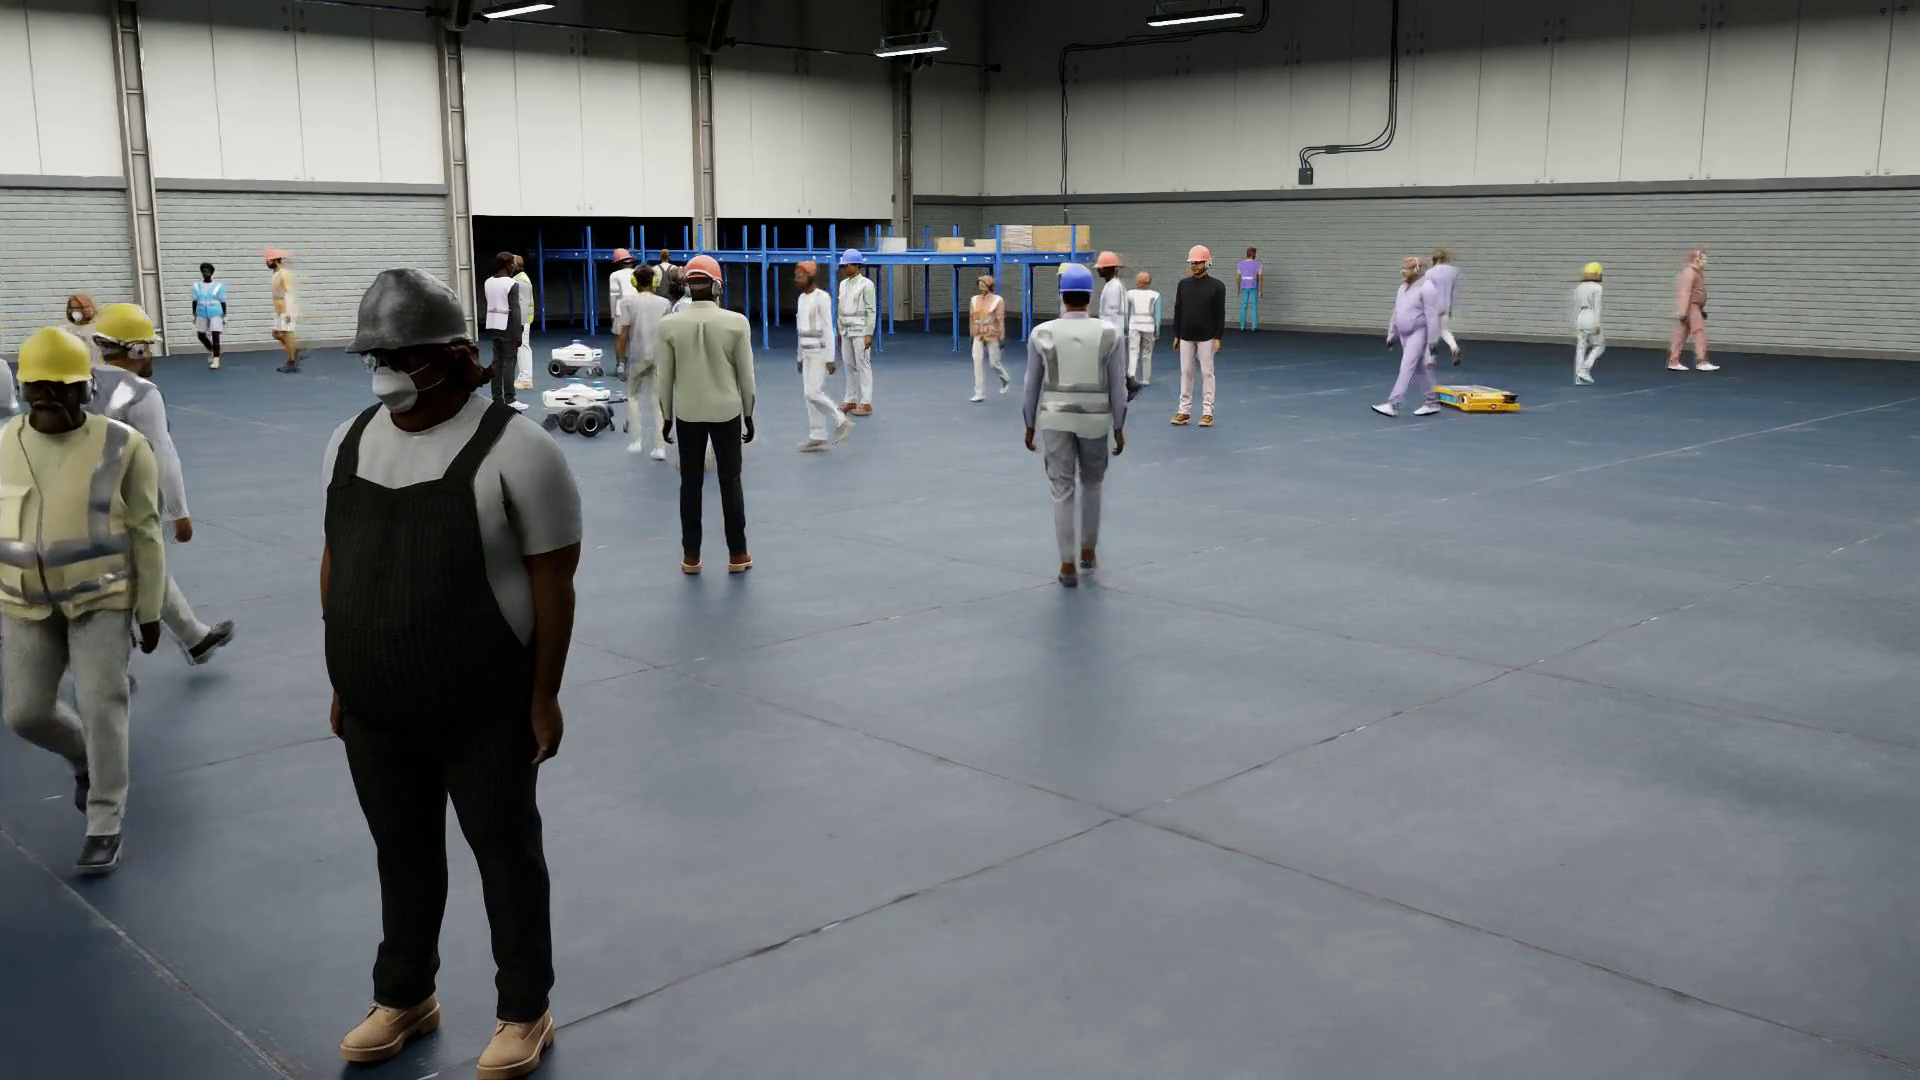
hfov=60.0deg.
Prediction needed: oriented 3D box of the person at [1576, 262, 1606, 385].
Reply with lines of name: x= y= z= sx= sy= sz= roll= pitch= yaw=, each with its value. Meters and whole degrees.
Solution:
person: x=8.935 y=-3.063 z=23.559 sx=0.374 sy=1.727 sz=0.511 roll=-3 pitch=11 yaw=-17

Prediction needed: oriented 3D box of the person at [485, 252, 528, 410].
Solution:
person: x=-5.558 y=-2.547 z=20.280 sx=0.589 sy=1.914 sz=0.377 roll=8 pitch=13 yaw=37

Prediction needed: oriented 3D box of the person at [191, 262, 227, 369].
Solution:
person: x=-11.927 y=-3.576 z=26.469 sx=0.549 sy=1.686 sz=0.466 roll=-1 pitch=10 yaw=-7

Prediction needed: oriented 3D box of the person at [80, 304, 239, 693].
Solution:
person: x=-3.802 y=-0.200 z=7.788 sx=0.618 sy=1.786 sz=0.925 roll=7 pitch=12 yaw=33

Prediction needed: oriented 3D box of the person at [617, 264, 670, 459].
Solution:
person: x=-3.028 y=-1.707 z=15.892 sx=0.594 sy=1.834 sz=0.742 roll=-5 pitch=12 yaw=-27

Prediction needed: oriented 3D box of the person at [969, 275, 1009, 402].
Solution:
person: x=0.384 y=-2.600 z=21.387 sx=0.524 sy=1.614 sz=0.644 roll=6 pitch=12 yaw=30

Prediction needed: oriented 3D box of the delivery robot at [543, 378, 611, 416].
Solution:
delivery robot: x=-4.229 y=-1.543 z=18.359 sx=0.707 sy=0.478 sz=0.477 roll=-1 pitch=10 yaw=-5

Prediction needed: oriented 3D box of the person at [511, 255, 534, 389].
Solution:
person: x=-6.122 y=-3.021 z=23.044 sx=0.429 sy=1.841 sz=0.633 roll=-4 pitch=11 yaw=-20

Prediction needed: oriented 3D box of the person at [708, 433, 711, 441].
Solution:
person: x=-2.649 y=-1.839 z=17.030 sx=0.565 sy=1.673 sz=0.492 roll=0 pitch=10 yaw=0

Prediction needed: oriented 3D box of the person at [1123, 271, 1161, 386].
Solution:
person: x=2.521 y=-2.929 z=23.178 sx=0.534 sy=1.616 sz=0.777 roll=2 pitch=11 yaw=12

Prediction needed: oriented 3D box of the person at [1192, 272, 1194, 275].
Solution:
person: x=3.906 y=-3.697 z=27.361 sx=0.527 sy=1.613 sz=0.707 roll=5 pitch=12 yaw=26

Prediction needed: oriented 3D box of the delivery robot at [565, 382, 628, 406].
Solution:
delivery robot: x=-3.896 y=-1.586 z=17.884 sx=0.698 sy=0.223 sz=0.335 roll=-9 pitch=14 yaw=-40

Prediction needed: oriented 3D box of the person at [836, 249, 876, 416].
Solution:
person: x=-1.243 y=-2.450 z=19.639 sx=0.392 sy=1.946 sz=0.616 roll=-9 pitch=14 yaw=-41

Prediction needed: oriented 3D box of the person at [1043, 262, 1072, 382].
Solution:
person: x=1.627 y=-3.118 z=23.886 sx=0.842 sy=1.728 sz=0.539 roll=-3 pitch=11 yaw=-14

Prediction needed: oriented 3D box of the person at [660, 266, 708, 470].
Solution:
person: x=-2.462 y=-1.536 z=14.971 sx=0.447 sy=1.827 sz=0.645 roll=1 pitch=10 yaw=6

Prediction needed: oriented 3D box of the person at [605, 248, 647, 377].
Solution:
person: x=-5.006 y=-3.395 z=24.912 sx=0.782 sy=1.909 sz=0.449 roll=-5 pitch=12 yaw=-27

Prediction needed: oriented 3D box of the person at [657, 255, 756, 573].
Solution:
person: x=-1.587 y=-0.790 z=10.487 sx=0.608 sy=1.984 sz=0.397 roll=0 pitch=10 yaw=-2

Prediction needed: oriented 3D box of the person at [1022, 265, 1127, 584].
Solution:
person: x=0.701 y=-0.733 z=10.330 sx=0.633 sy=1.920 sz=0.794 roll=0 pitch=10 yaw=0

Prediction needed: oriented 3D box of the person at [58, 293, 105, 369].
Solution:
person: x=-7.797 y=-1.415 z=14.934 sx=0.504 sy=1.610 sz=0.623 roll=-1 pitch=10 yaw=-7

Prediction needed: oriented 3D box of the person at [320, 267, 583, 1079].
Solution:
person: x=-1.312 y=0.367 z=4.140 sx=0.688 sy=2.000 sz=0.536 roll=3 pitch=11 yaw=15

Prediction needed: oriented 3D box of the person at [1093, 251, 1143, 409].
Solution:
person: x=1.889 y=-2.548 z=20.254 sx=0.569 sy=1.918 sz=0.566 roll=1 pitch=10 yaw=7

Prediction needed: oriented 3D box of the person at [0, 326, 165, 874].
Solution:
person: x=-2.987 y=0.184 z=5.619 sx=0.608 sy=1.815 sz=0.602 roll=-1 pitch=10 yaw=-8

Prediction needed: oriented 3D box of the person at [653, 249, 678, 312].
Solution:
person: x=-5.664 y=-4.677 z=32.074 sx=0.524 sy=1.845 sz=0.341 roll=-2 pitch=11 yaw=-12

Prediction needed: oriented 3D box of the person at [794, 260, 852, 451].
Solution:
person: x=-1.390 y=-1.805 z=16.338 sx=0.479 sy=1.866 sz=0.630 roll=-6 pitch=12 yaw=-31

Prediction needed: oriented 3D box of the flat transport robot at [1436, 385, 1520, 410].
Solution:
flat transport robot: x=6.352 y=-1.778 z=20.670 sx=0.652 sy=0.197 sz=1.431 roll=-1 pitch=10 yaw=-5

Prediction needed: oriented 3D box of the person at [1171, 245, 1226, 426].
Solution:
person: x=2.652 y=-2.276 z=18.563 sx=0.608 sy=1.995 sz=0.376 roll=7 pitch=12 yaw=32

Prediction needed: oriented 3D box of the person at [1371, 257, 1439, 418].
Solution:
person: x=5.245 y=-2.366 z=19.446 sx=1.002 sy=1.848 sz=0.667 roll=-3 pitch=11 yaw=-16

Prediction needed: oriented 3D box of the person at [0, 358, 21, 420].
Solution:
person: x=-4.786 y=-0.311 z=8.109 sx=0.599 sy=1.910 sz=1.058 roll=7 pitch=12 yaw=33

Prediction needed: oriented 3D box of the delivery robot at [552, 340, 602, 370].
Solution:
delivery robot: x=-5.775 y=-2.774 z=25.067 sx=0.707 sy=0.478 sz=0.477 roll=2 pitch=11 yaw=12

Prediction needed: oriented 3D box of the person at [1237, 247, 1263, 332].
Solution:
person: x=6.386 y=-5.518 z=36.668 sx=0.569 sy=1.836 sz=0.385 roll=5 pitch=11 yaw=23

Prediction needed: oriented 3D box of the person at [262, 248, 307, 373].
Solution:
person: x=-10.493 y=-3.562 z=25.773 sx=0.509 sy=1.917 sz=0.562 roll=-9 pitch=14 yaw=-40

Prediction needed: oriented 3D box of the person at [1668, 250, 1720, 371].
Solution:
person: x=11.537 y=-3.563 z=25.936 sx=0.867 sy=1.871 sz=0.646 roll=4 pitch=11 yaw=21

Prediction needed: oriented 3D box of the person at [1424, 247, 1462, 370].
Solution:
person: x=7.594 y=-3.648 z=26.248 sx=0.641 sy=1.922 sz=0.692 roll=-5 pitch=12 yaw=-26
